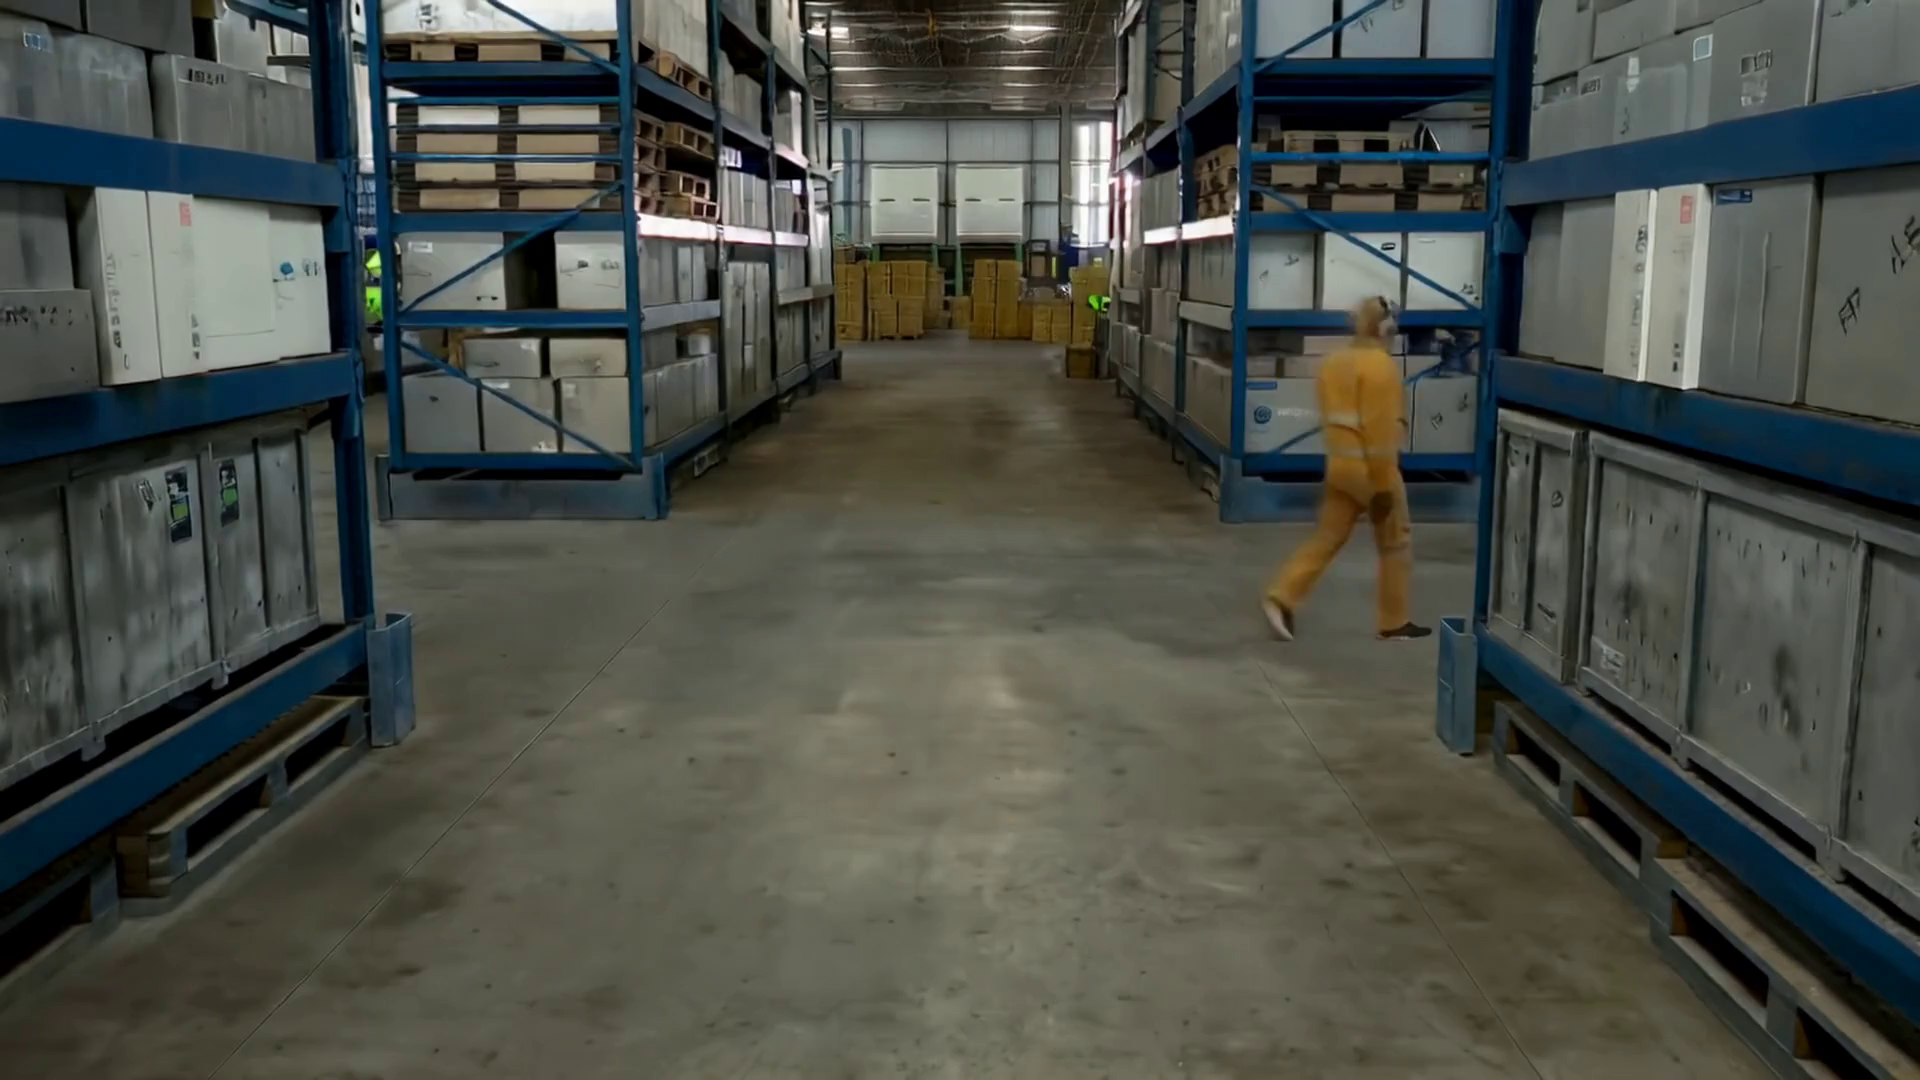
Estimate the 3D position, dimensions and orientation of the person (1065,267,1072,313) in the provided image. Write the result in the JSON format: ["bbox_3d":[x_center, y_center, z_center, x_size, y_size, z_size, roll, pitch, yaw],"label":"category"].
[{"bbox_3d":[4.246,-9.494,63.491,0.597,1.866,0.584,-5,11,-26],"label":"person"}]

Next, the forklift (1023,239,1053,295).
[{"bbox_3d":[2.745,-9.048,57.760,1.129,2.768,1.873,7,12,38],"label":"forklift"}]

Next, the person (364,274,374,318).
[{"bbox_3d":[-20.970,-8.594,58.621,0.561,1.676,0.484,3,10,19],"label":"person"}]

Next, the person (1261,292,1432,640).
[{"bbox_3d":[2.076,-0.372,8.812,0.882,1.875,0.647,-4,10,-24],"label":"person"}]

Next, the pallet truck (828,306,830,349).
[{"bbox_3d":[-3.100,-3.940,29.800,1.885,1.965,0.823,3,10,19],"label":"pallet truck"}]

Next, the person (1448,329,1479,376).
[{"bbox_3d":[5.311,-1.829,17.114,0.605,2.025,0.688,1,10,7],"label":"person"}]

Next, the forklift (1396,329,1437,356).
[{"bbox_3d":[8.438,-4.896,32.892,1.873,2.768,1.129,0,9,1],"label":"forklift"}]
